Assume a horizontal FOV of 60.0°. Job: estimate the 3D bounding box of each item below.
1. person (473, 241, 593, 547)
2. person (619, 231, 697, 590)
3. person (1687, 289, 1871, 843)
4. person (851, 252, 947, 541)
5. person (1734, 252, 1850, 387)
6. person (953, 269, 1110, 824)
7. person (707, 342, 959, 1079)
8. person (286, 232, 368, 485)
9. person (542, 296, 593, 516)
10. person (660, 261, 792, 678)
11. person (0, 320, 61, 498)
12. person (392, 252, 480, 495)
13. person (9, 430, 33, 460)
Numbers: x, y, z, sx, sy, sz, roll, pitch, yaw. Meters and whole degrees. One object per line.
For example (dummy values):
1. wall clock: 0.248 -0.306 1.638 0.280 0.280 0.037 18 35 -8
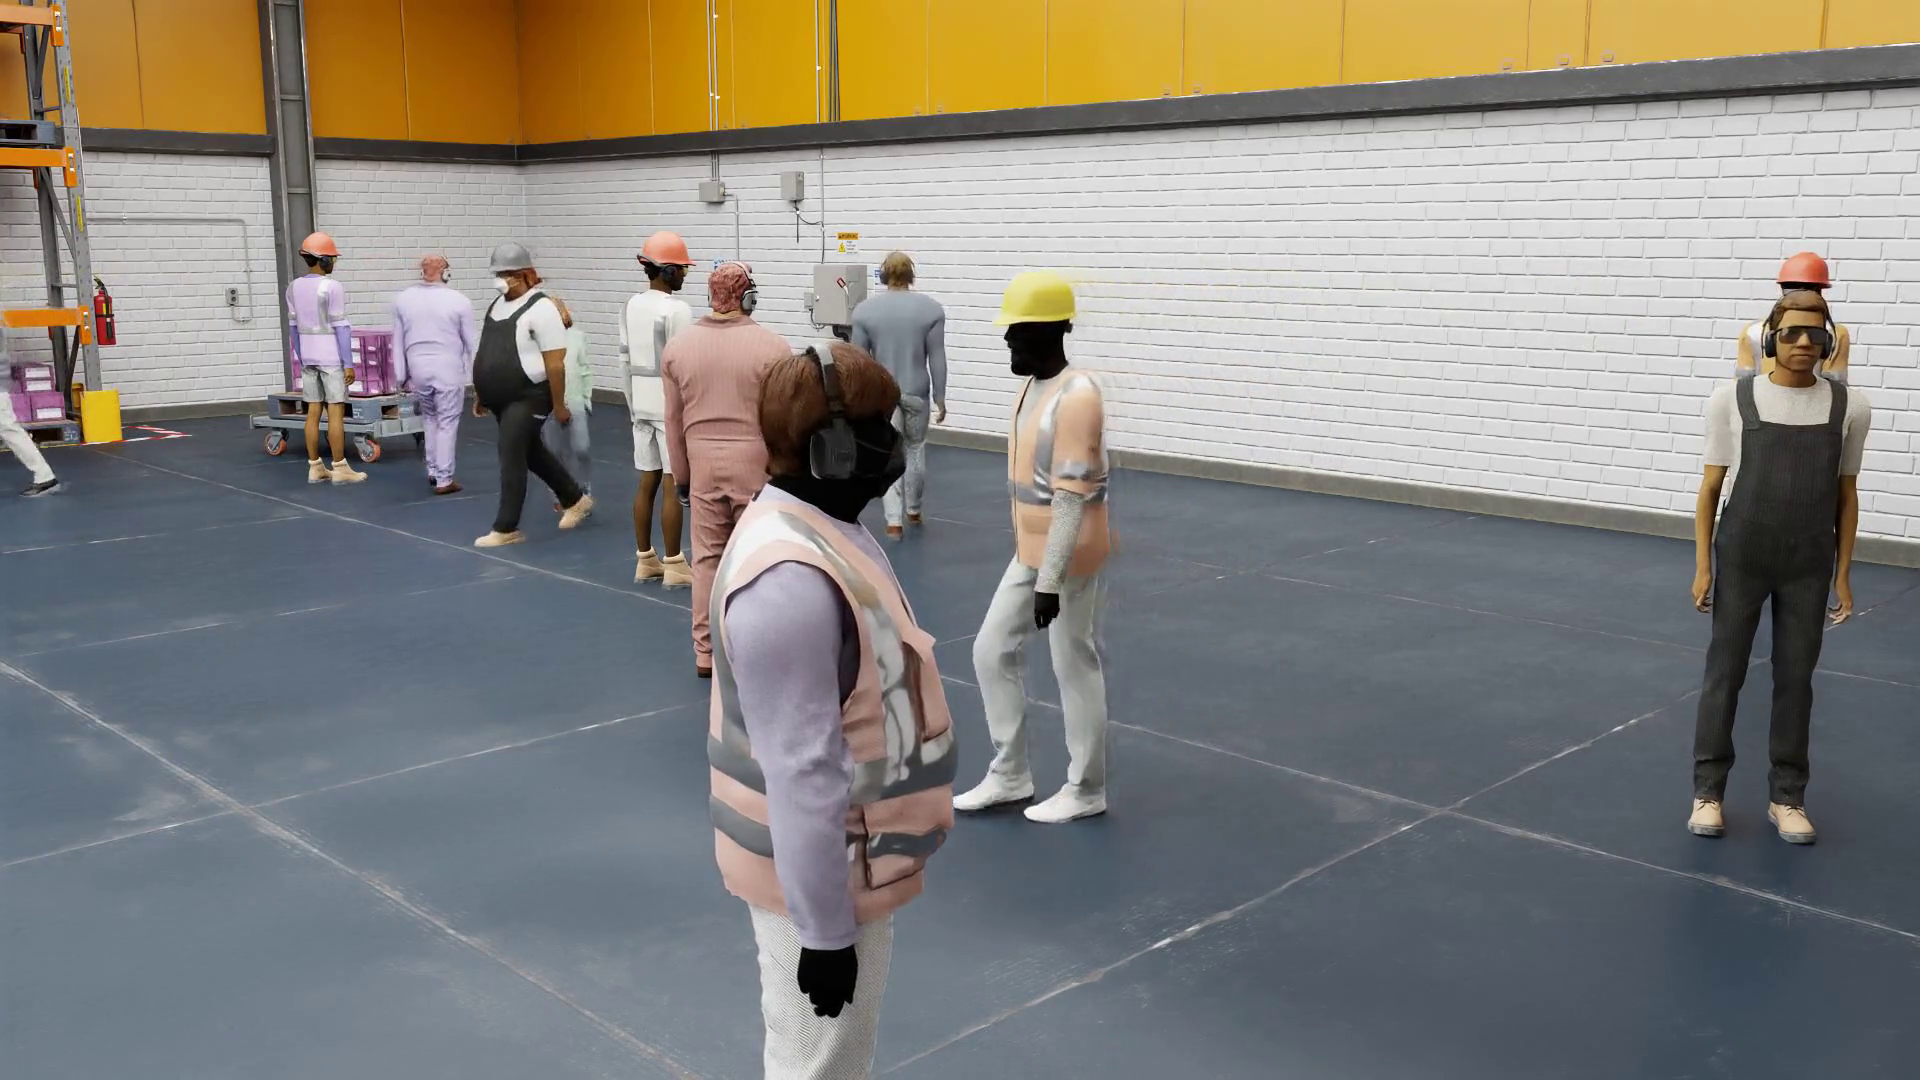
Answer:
1. person: -2.859 -1.018 11.098 0.960 2.000 0.672 -9 14 -42
2. person: -1.684 -0.741 9.579 0.615 2.040 0.391 10 14 43
3. person: 2.723 0.095 5.561 0.507 1.847 0.345 3 11 14
4. person: -0.424 -0.984 11.277 0.649 1.897 0.972 -1 10 -5
5. person: 4.391 -0.549 8.824 0.549 1.933 0.373 8 13 39
6. person: 0.216 0.051 5.620 0.683 1.903 0.623 -3 11 -16
7. person: -0.217 0.579 2.932 0.429 1.843 0.633 0 10 -2
8. person: -5.163 -1.468 13.545 0.607 2.044 0.378 5 12 26
9. person: -2.883 -0.952 11.941 0.529 1.588 0.504 -6 12 -31
10. person: -1.011 -0.305 7.576 0.648 1.907 0.409 3 11 14
11. person: -7.417 -1.169 12.633 0.951 1.791 0.608 -9 14 -41
12. person: -4.081 -1.315 13.143 0.681 1.883 0.658 1 10 7
13. person: -8.584 -1.557 14.583 0.506 1.844 0.510 -10 14 -43
